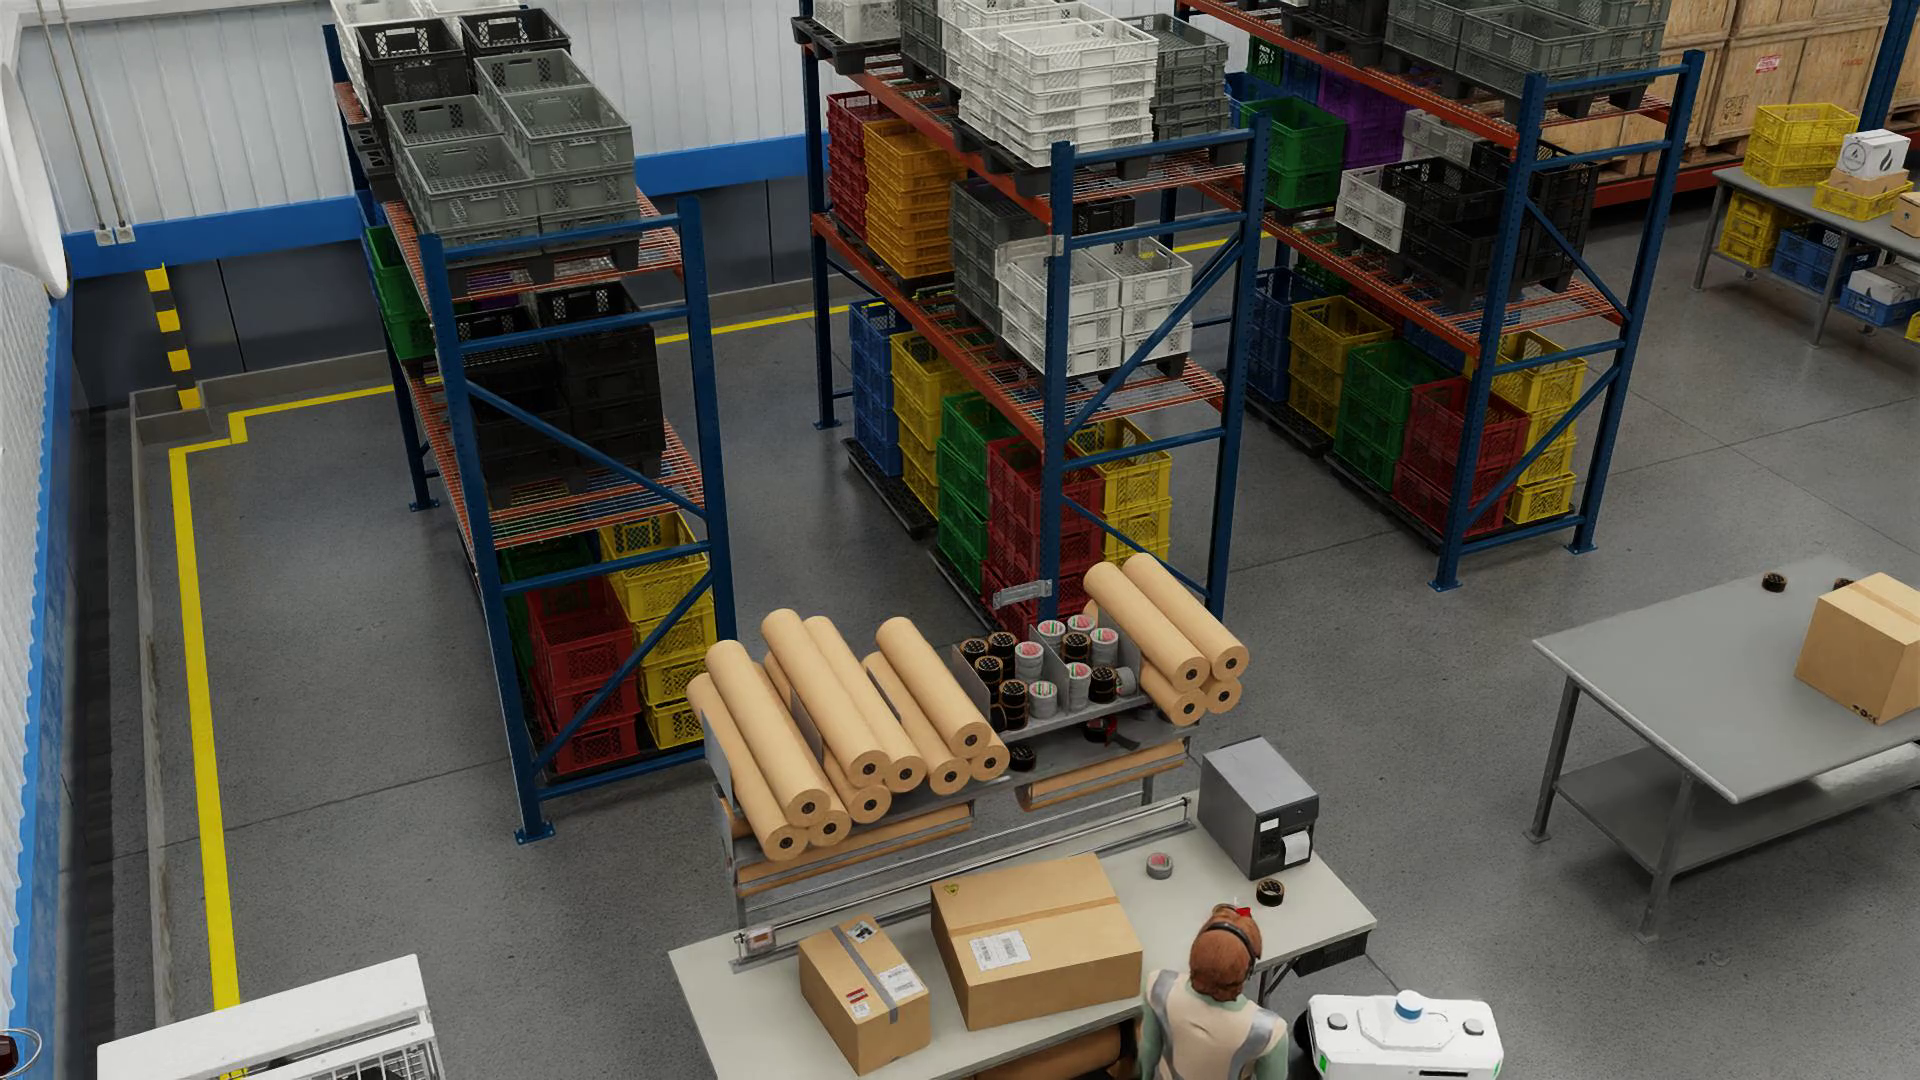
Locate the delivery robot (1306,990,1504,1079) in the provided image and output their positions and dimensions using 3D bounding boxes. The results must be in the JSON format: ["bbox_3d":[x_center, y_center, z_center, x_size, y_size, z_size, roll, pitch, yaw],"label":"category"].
[{"bbox_3d":[1.710,1.947,6.428,0.707,0.478,0.477,2,32,3],"label":"delivery robot"}]

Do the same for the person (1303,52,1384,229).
[{"bbox_3d":[3.146,-3.311,13.755,0.629,1.932,0.365,5,32,8],"label":"person"}]

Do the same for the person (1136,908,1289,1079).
[{"bbox_3d":[0.823,1.905,5.561,0.514,1.631,0.312,17,36,26],"label":"person"}]
